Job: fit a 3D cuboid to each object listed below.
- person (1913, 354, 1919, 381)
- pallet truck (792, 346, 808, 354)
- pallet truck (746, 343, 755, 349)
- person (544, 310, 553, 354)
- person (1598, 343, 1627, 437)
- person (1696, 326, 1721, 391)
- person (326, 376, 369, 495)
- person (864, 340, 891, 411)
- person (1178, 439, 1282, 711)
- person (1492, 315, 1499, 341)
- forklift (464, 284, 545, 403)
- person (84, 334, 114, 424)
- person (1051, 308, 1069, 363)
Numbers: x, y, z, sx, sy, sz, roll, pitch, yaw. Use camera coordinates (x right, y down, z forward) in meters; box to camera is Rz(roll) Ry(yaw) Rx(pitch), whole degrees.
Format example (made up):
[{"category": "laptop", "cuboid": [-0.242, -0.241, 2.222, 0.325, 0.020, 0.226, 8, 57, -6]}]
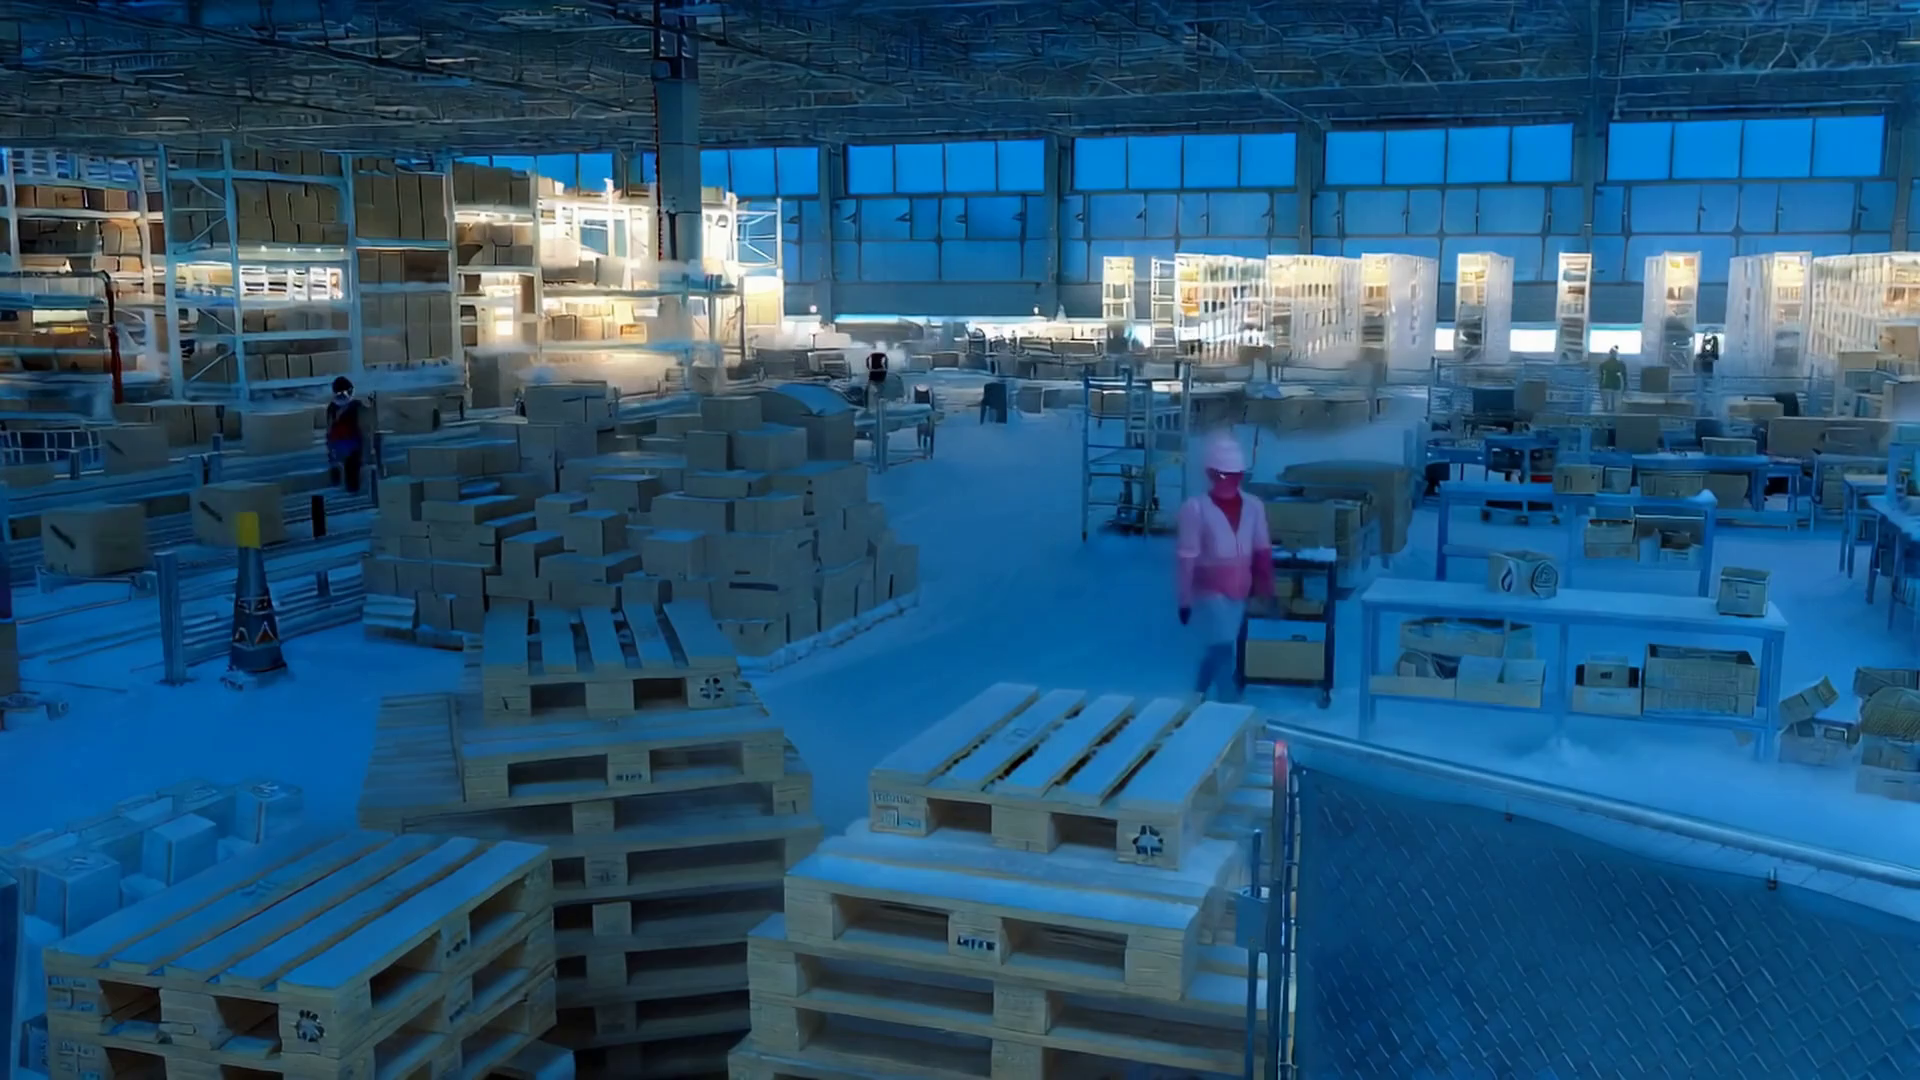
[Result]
[{"category": "person", "cuboid": [22.096, -3.955, 38.043, 0.558, 1.891, 0.653, 7, 11, 36]}, {"category": "pallet truck", "cuboid": [-3.705, -4.298, 42.022, 0.653, 1.274, 1.630, 3, 10, 20]}, {"category": "pallet truck", "cuboid": [-6.183, -4.618, 44.264, 1.601, 1.201, 0.680, -9, 12, -43]}, {"category": "person", "cuboid": [-14.480, -7.139, 58.168, 0.627, 1.844, 0.429, -5, 10, -26]}, {"category": "person", "cuboid": [12.182, -2.785, 31.064, 0.526, 1.768, 0.331, 8, 12, 41]}, {"category": "person", "cuboid": [17.899, -4.219, 39.881, 0.627, 1.818, 0.501, -6, 11, -31]}, {"category": "person", "cuboid": [-7.447, -1.090, 20.262, 0.613, 1.812, 0.459, 4, 10, 21]}, {"category": "person", "cuboid": [-1.750, -3.417, 35.307, 0.548, 1.671, 0.613, 5, 10, 29]}, {"category": "person", "cuboid": [1.721, 0.330, 10.818, 0.610, 1.993, 1.053, -5, 10, -27]}, {"category": "person", "cuboid": [18.803, -7.149, 58.411, 0.966, 1.798, 0.582, 7, 12, 39]}, {"category": "forklift", "cuboid": [-10.832, -4.702, 39.610, 1.129, 2.768, 1.873, 3, 10, 20]}, {"category": "person", "cuboid": [-17.212, -3.179, 33.264, 1.008, 1.849, 0.663, 3, 10, 19]}, {"category": "person", "cuboid": [3.218, -6.453, 53.418, 0.612, 1.983, 0.407, 2, 9, 13]}]
